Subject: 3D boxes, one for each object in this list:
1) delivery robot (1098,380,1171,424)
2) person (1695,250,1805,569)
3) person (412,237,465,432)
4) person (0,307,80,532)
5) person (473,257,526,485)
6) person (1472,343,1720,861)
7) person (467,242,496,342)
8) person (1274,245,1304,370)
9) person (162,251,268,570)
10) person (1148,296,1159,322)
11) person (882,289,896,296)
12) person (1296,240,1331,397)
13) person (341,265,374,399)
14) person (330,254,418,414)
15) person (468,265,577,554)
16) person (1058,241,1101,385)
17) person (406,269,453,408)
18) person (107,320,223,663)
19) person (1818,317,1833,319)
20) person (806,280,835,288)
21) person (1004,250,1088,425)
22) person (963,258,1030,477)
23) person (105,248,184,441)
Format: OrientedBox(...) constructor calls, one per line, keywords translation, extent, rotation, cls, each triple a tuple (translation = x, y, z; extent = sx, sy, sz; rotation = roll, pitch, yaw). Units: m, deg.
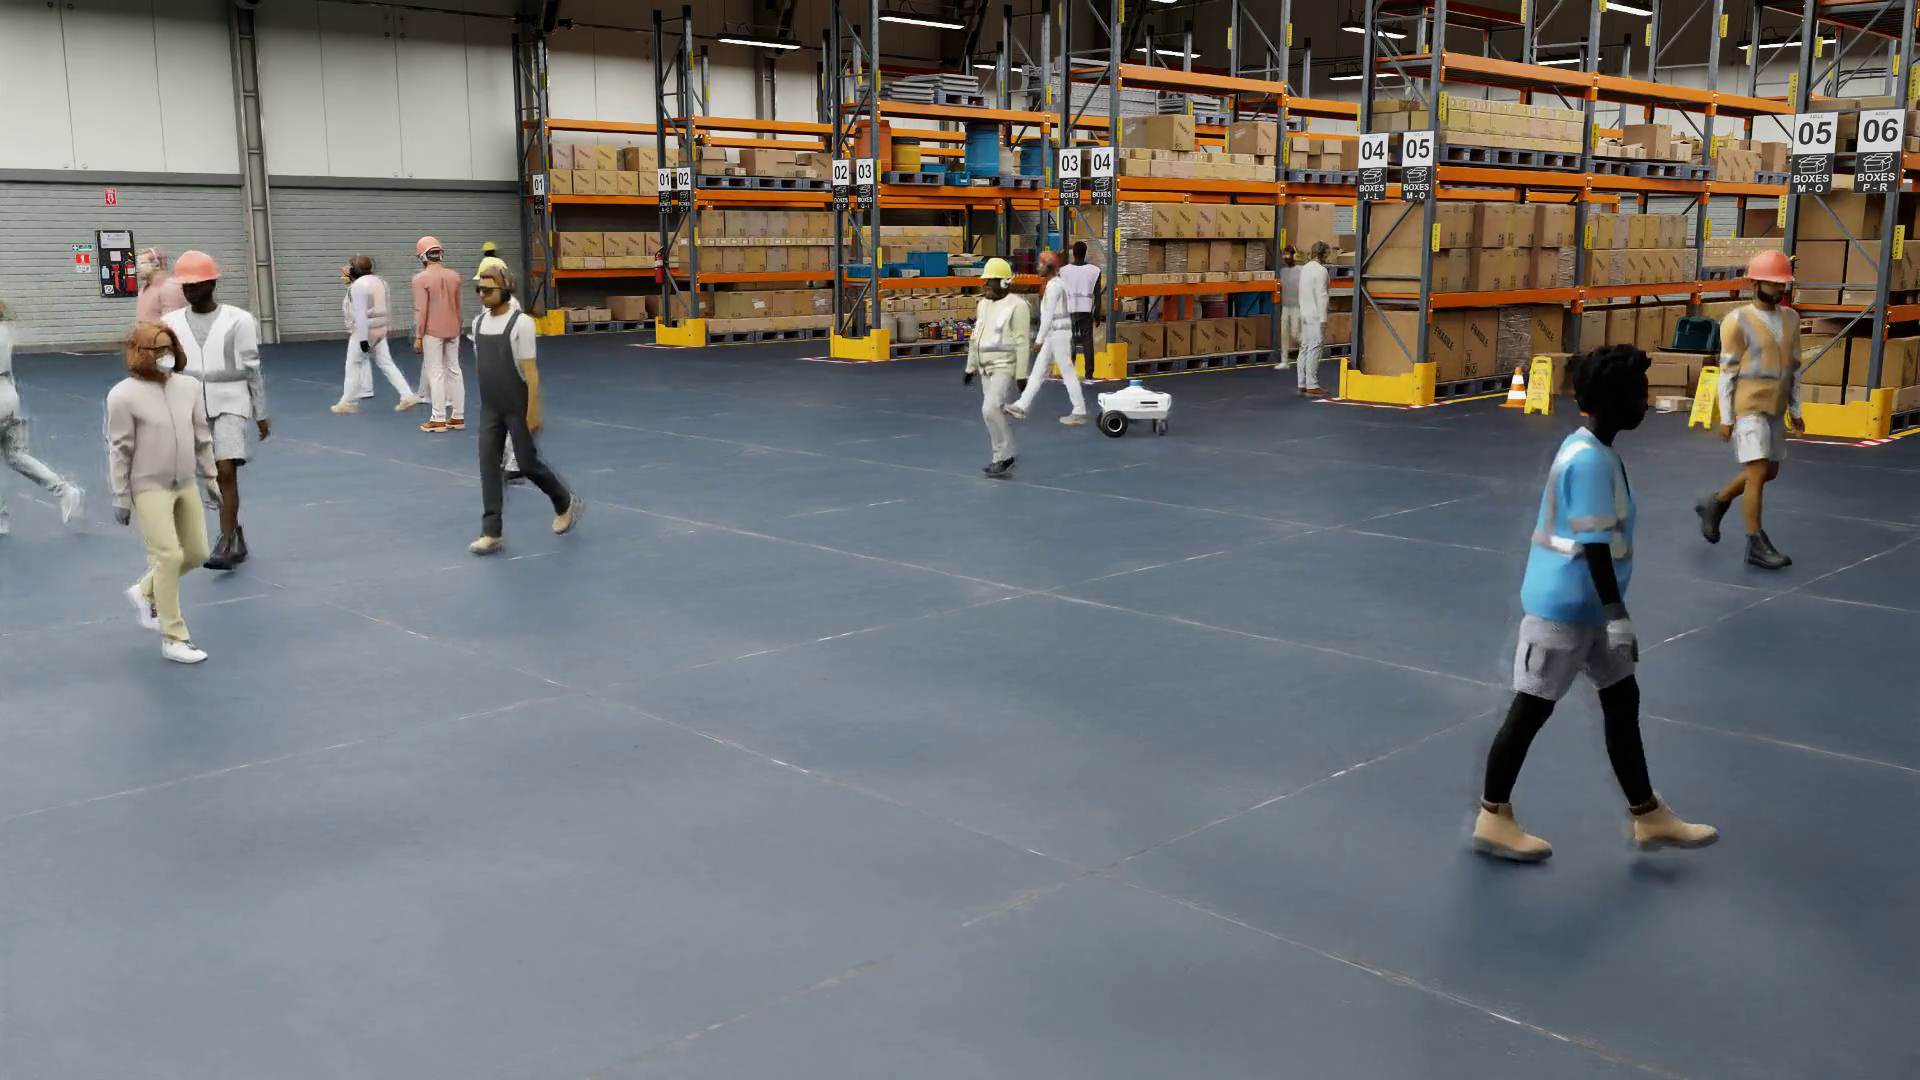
OrientedBox(translation=(1.771, -1.378, 16.858), extent=(0.707, 0.478, 0.477), rotation=(0, 10, -3), cls="delivery robot")
OrientedBox(translation=(4.890, -0.828, 10.281), extent=(0.549, 1.917, 0.808), rotation=(-4, 11, -21), cls="person")
OrientedBox(translation=(-5.382, -2.115, 17.117), extent=(0.399, 1.984, 0.610), rotation=(6, 12, 30), cls="person")
OrientedBox(translation=(-6.390, -0.887, 11.139), extent=(0.707, 1.711, 0.507), rotation=(0, 10, -2), cls="person")
OrientedBox(translation=(-3.733, -1.374, 13.519), extent=(0.403, 1.829, 0.594), rotation=(-5, 12, -27), cls="person")
OrientedBox(translation=(2.048, 0.227, 5.229), extent=(0.819, 1.665, 0.552), rotation=(6, 12, 28), cls="person")
OrientedBox(translation=(-8.682, -4.574, 30.826), extent=(1.004, 1.869, 0.615), rotation=(4, 11, 19), cls="person")
OrientedBox(translation=(5.012, -3.486, 24.949), extent=(0.557, 1.854, 0.530), rotation=(-9, 14, -40), cls="person")
OrientedBox(translation=(-4.518, -0.762, 9.960), extent=(0.569, 1.897, 0.912), rotation=(0, 10, -2), cls="person")
OrientedBox(translation=(4.096, -5.446, 35.934), extent=(0.854, 1.728, 0.554), rotation=(-9, 14, -42), cls="person")
OrientedBox(translation=(-1.632, -5.451, 36.123), extent=(0.532, 1.683, 0.545), rotation=(7, 12, 32), cls="person")
OrientedBox(translation=(4.433, -2.768, 20.804), extent=(0.352, 1.936, 0.635), rotation=(-2, 11, -11), cls="person")
OrientedBox(translation=(-7.465, -2.575, 20.598), extent=(0.318, 1.630, 0.513), rotation=(-5, 11, -24), cls="person")
OrientedBox(translation=(-6.664, -2.335, 18.848), extent=(0.977, 1.799, 0.638), rotation=(2, 11, 9), cls="person")
OrientedBox(translation=(-2.868, -0.864, 10.751), extent=(0.521, 1.826, 0.819), rotation=(5, 12, 27), cls="person")
OrientedBox(translation=(1.603, -3.045, 22.364), extent=(0.599, 1.917, 0.376), rotation=(-1, 10, -6), cls="person")
OrientedBox(translation=(-6.241, -2.345, 19.393), extent=(0.751, 1.608, 0.512), rotation=(0, 10, 1), cls="person")
OrientedBox(translation=(-3.826, -0.242, 7.901), extent=(0.554, 1.613, 0.507), rotation=(5, 11, 25), cls="person")
OrientedBox(translation=(13.896, -3.801, 26.592), extent=(0.567, 1.882, 1.014), rotation=(10, 14, 44), cls="person")
OrientedBox(translation=(-2.939, -5.470, 35.537), extent=(0.639, 1.940, 1.018), rotation=(2, 11, 12), cls="person")
OrientedBox(translation=(0.909, -2.140, 17.671), extent=(0.987, 1.827, 0.580), rotation=(0, 10, 3), cls="person")
OrientedBox(translation=(0.284, -1.419, 13.798), extent=(0.488, 1.815, 0.596), rotation=(-6, 12, -30), cls="person")
OrientedBox(translation=(-7.633, -1.791, 15.637), extent=(0.679, 1.868, 0.905), rotation=(9, 14, 40), cls="person")
